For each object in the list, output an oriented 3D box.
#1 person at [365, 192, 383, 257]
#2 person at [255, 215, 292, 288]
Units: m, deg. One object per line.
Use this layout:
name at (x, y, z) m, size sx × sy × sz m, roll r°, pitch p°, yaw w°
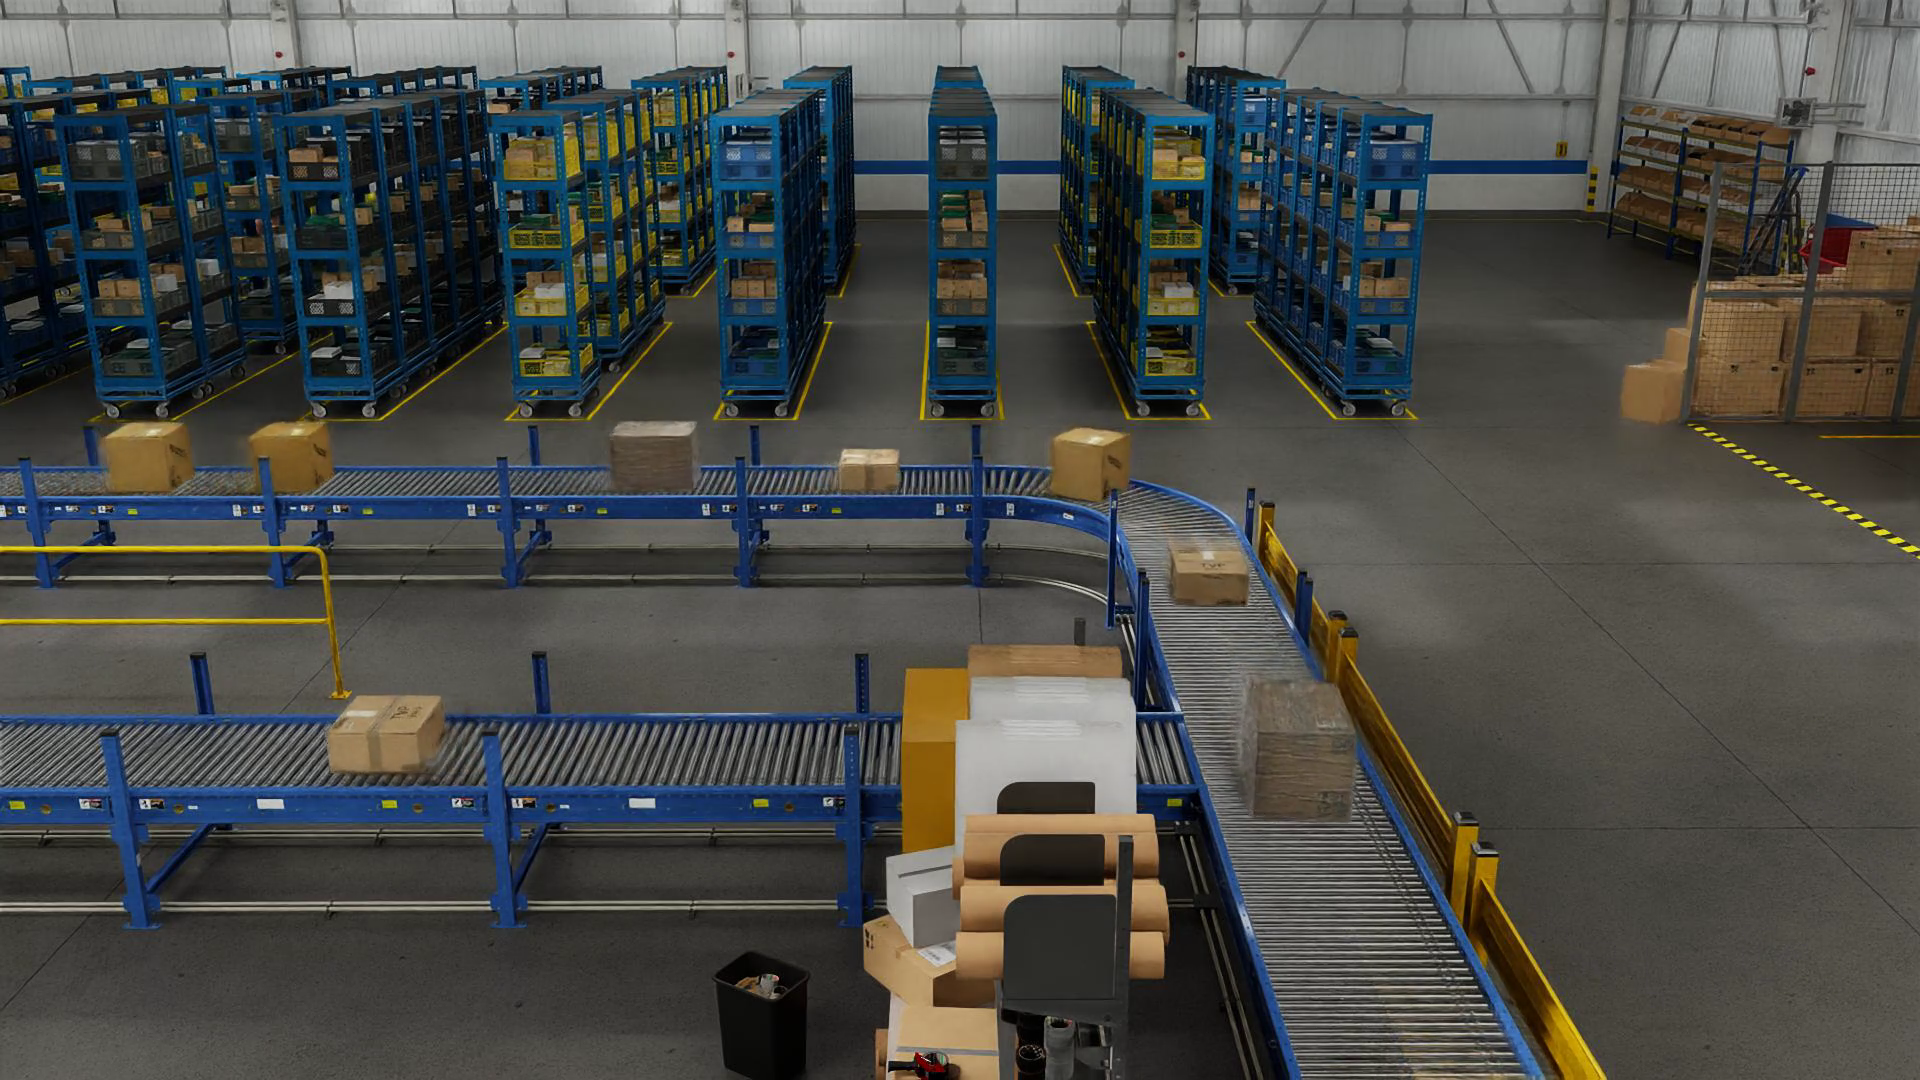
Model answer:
person at (-9.763, -4.865, 27.686) m, size 0.457 × 1.819 × 0.607 m, roll -1°, pitch 18°, yaw -3°
person at (-10.673, -4.421, 26.032) m, size 0.388 × 1.992 × 0.622 m, roll 13°, pitch 22°, yaw 34°
